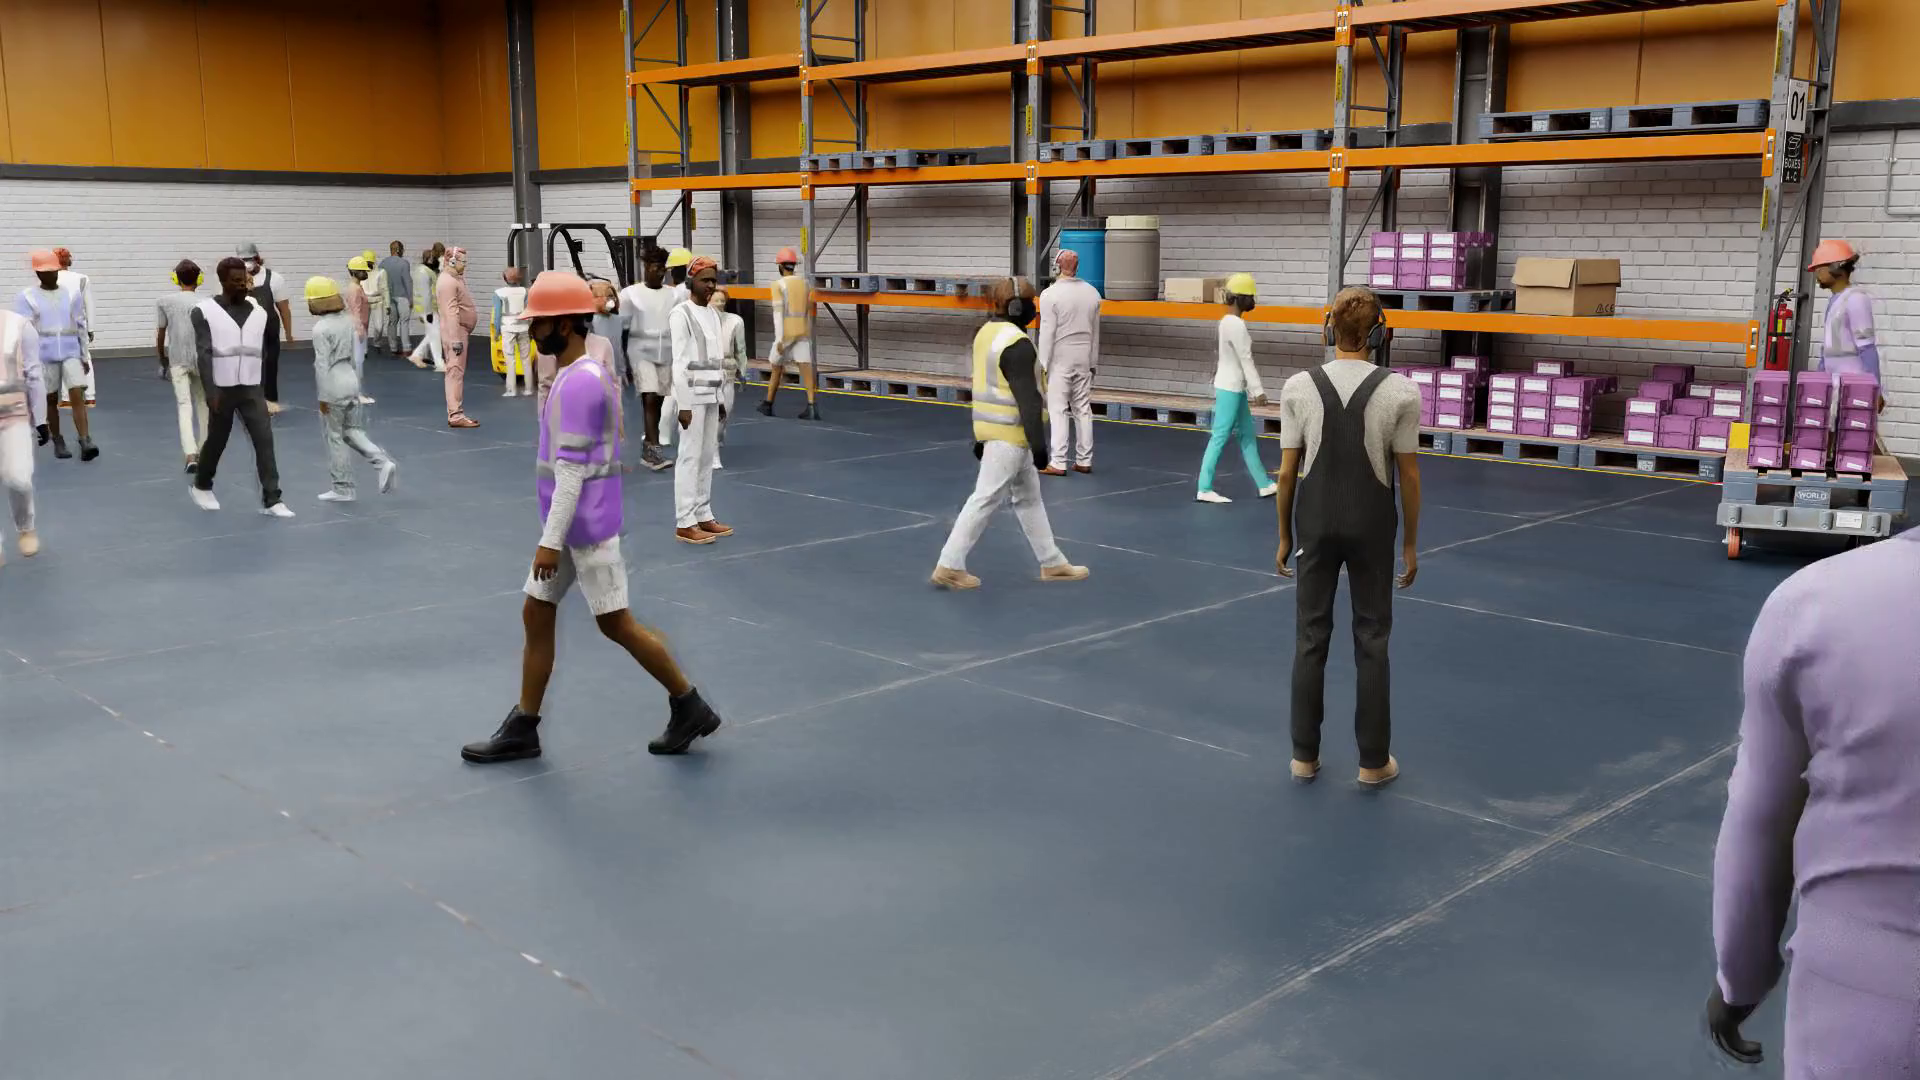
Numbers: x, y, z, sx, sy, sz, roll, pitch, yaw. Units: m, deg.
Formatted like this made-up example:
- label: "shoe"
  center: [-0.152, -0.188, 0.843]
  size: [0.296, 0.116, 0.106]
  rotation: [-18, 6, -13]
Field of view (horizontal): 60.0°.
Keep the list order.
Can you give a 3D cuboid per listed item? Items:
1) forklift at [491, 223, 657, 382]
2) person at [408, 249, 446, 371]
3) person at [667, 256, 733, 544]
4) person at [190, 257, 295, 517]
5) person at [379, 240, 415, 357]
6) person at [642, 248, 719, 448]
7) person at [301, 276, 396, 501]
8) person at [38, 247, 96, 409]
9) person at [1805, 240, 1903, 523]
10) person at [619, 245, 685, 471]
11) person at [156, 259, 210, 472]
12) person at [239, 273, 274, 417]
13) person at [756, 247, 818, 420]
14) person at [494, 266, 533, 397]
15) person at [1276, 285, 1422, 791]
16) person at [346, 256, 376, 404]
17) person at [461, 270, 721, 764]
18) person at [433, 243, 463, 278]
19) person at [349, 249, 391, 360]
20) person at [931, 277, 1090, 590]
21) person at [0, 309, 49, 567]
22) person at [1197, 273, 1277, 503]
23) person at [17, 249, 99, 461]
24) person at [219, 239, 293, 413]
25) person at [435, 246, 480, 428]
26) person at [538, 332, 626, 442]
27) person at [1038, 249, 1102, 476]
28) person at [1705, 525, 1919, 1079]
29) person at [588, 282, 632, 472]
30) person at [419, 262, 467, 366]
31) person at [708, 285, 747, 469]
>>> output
- label: "forklift"
  center: [-5.316, -3.263, 22.920]
  size: [2.313, 2.155, 1.214]
  rotation: [-10, 14, -44]
- label: "person"
  center: [-7.920, -3.421, 24.824]
  size: [0.583, 1.826, 0.645]
  rotation: [-2, 11, -12]
- label: "person"
  center: [-1.724, -0.926, 11.025]
  size: [0.337, 1.881, 0.583]
  rotation: [3, 11, 17]
- label: "person"
  center: [-5.295, -1.113, 12.087]
  size: [0.987, 1.884, 0.592]
  rotation: [8, 13, 37]
- label: "person"
  center: [-9.382, -4.024, 27.784]
  size: [0.627, 1.933, 0.371]
  rotation: [4, 11, 23]
- label: "person"
  center: [-2.668, -1.809, 15.801]
  size: [0.851, 1.897, 0.605]
  rotation: [6, 12, 29]
- label: "person"
  center: [-4.640, -1.131, 12.567]
  size: [0.556, 1.716, 0.513]
  rotation: [2, 11, 13]
- label: "person"
  center: [-10.432, -2.465, 19.446]
  size: [0.383, 1.882, 0.581]
  rotation: [9, 14, 42]
- label: "person"
  center: [6.161, -1.091, 11.643]
  size: [1.039, 1.980, 0.630]
  rotation: [4, 11, 20]
- label: "person"
  center: [-2.582, -1.556, 14.320]
  size: [0.621, 1.923, 0.927]
  rotation: [-7, 12, -33]
- label: "person"
  center: [-6.663, -1.510, 14.407]
  size: [0.511, 1.819, 0.980]
  rotation: [-5, 12, -27]
- label: "person"
  center: [-7.901, -2.162, 18.466]
  size: [0.502, 1.626, 0.311]
  rotation: [7, 13, 34]
- label: "person"
  center: [-1.895, -2.279, 18.407]
  size: [0.573, 1.881, 1.000]
  rotation: [-9, 14, -40]
- label: "person"
  center: [-5.586, -2.606, 20.858]
  size: [0.522, 1.637, 0.309]
  rotation: [-8, 13, -38]
- label: "person"
  center: [1.414, -0.002, 6.091]
  size: [0.517, 1.843, 0.325]
  rotation: [4, 11, 20]
- label: "person"
  center: [-7.238, -2.530, 20.092]
  size: [0.328, 1.767, 0.532]
  rotation: [-4, 11, -20]
- label: "person"
  center: [-1.418, -0.080, 6.371]
  size: [0.963, 1.903, 0.543]
  rotation: [-4, 11, -20]
- label: "person"
  center: [-8.814, -4.128, 28.507]
  size: [0.666, 1.874, 1.008]
  rotation: [-3, 11, -17]
- label: "person"
  center: [-9.610, -3.826, 27.076]
  size: [0.669, 1.798, 0.515]
  rotation: [-3, 11, -17]
- label: "person"
  center: [0.269, -0.603, 9.532]
  size: [0.979, 1.799, 0.633]
  rotation: [-2, 11, -13]
- label: "person"
  center: [-5.869, -0.718, 10.050]
  size: [0.642, 1.822, 0.452]
  rotation: [-4, 11, -20]
- label: "person"
  center: [2.168, -1.127, 12.548]
  size: [0.773, 1.734, 0.532]
  rotation: [1, 10, 4]
- label: "person"
  center: [-8.048, -1.633, 14.839]
  size: [0.573, 1.890, 0.947]
  rotation: [-9, 13, -39]
- label: "person"
  center: [-7.865, -2.393, 18.594]
  size: [0.707, 2.000, 1.015]
  rotation: [-4, 11, -22]
- label: "person"
  center: [-5.315, -2.143, 17.609]
  size: [0.410, 1.905, 0.640]
  rotation: [-3, 11, -18]
- label: "person"
  center: [-2.435, -0.770, 10.608]
  size: [0.534, 1.724, 0.890]
  rotation: [-10, 14, -43]
- label: "person"
  center: [0.888, -1.494, 14.057]
  size: [0.652, 1.906, 0.403]
  rotation: [-8, 13, -37]
- label: "person"
  center: [1.399, 0.672, 2.303]
  size: [0.688, 1.886, 0.406]
  rotation: [6, 12, 30]
- label: "person"
  center: [-2.999, -1.363, 14.087]
  size: [0.268, 1.632, 0.509]
  rotation: [6, 12, 28]
- label: "person"
  center: [-8.060, -3.551, 25.669]
  size: [0.817, 1.771, 0.595]
  rotation: [1, 10, 6]
- label: "person"
  center: [-2.164, -1.456, 14.666]
  size: [0.526, 1.602, 0.721]
  rotation: [-4, 11, -20]
